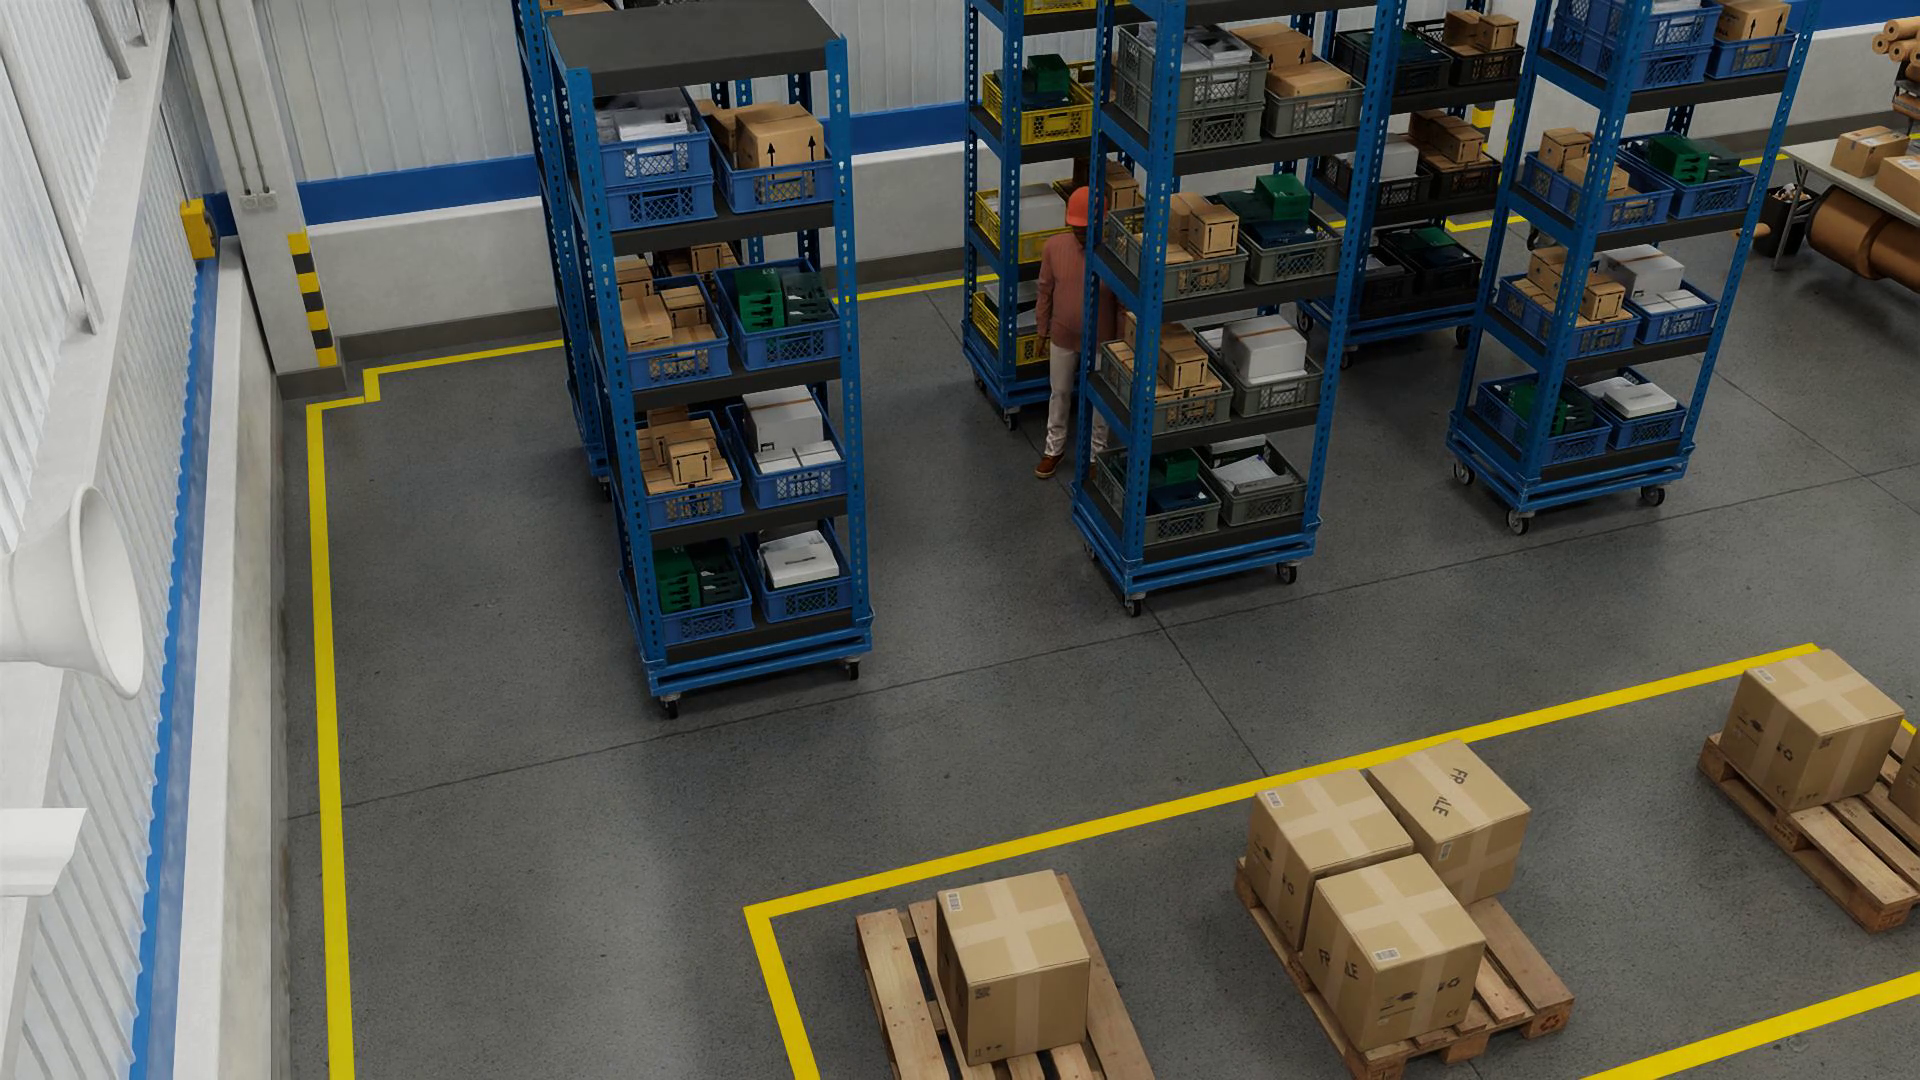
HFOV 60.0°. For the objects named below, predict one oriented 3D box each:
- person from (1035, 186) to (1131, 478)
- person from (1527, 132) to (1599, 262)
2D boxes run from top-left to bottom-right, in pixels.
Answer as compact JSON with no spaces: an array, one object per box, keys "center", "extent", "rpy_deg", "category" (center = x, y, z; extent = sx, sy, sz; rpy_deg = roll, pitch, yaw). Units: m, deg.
[{"center":[0.756,-1.259,10.332],"extent":[0.612,1.995,0.382],"rpy_deg":[11,37,16],"category":"person"},{"center":[4.310,-2.133,11.885],"extent":[0.517,1.632,0.311],"rpy_deg":[24,42,30],"category":"person"}]
